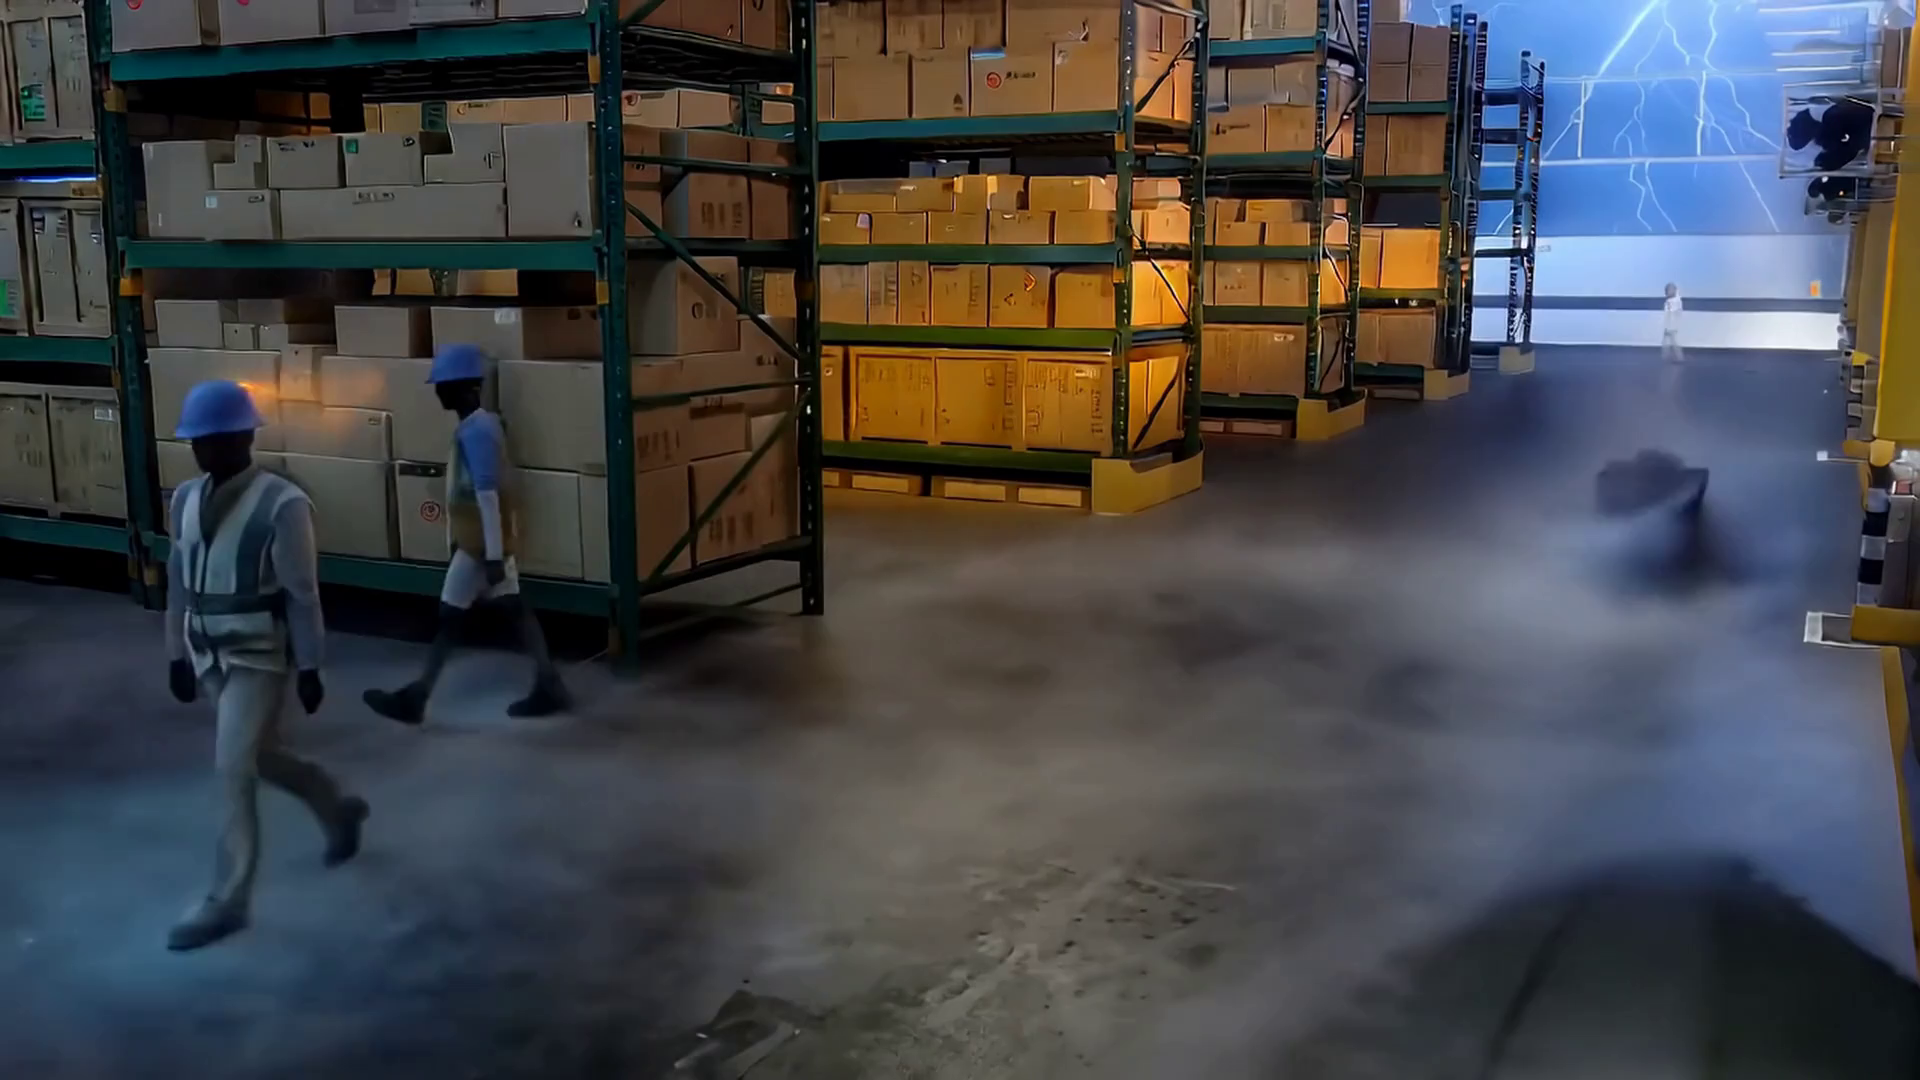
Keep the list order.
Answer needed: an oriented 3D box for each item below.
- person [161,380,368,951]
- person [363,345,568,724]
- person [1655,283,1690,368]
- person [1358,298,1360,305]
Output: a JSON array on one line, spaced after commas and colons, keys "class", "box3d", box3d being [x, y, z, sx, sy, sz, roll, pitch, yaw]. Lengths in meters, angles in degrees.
[{"class": "person", "box3d": [-2.490, 0.376, 5.885, 0.625, 1.913, 0.947, 5, 11, 25]}, {"class": "person", "box3d": [-2.451, -0.020, 8.243, 1.002, 1.877, 0.572, -2, 10, -11]}, {"class": "person", "box3d": [14.396, -4.317, 33.550, 0.563, 1.733, 0.592, -6, 12, -32]}, {"class": "person", "box3d": [9.375, -5.366, 39.635, 0.355, 1.733, 0.570, 0, 10, 1]}]
